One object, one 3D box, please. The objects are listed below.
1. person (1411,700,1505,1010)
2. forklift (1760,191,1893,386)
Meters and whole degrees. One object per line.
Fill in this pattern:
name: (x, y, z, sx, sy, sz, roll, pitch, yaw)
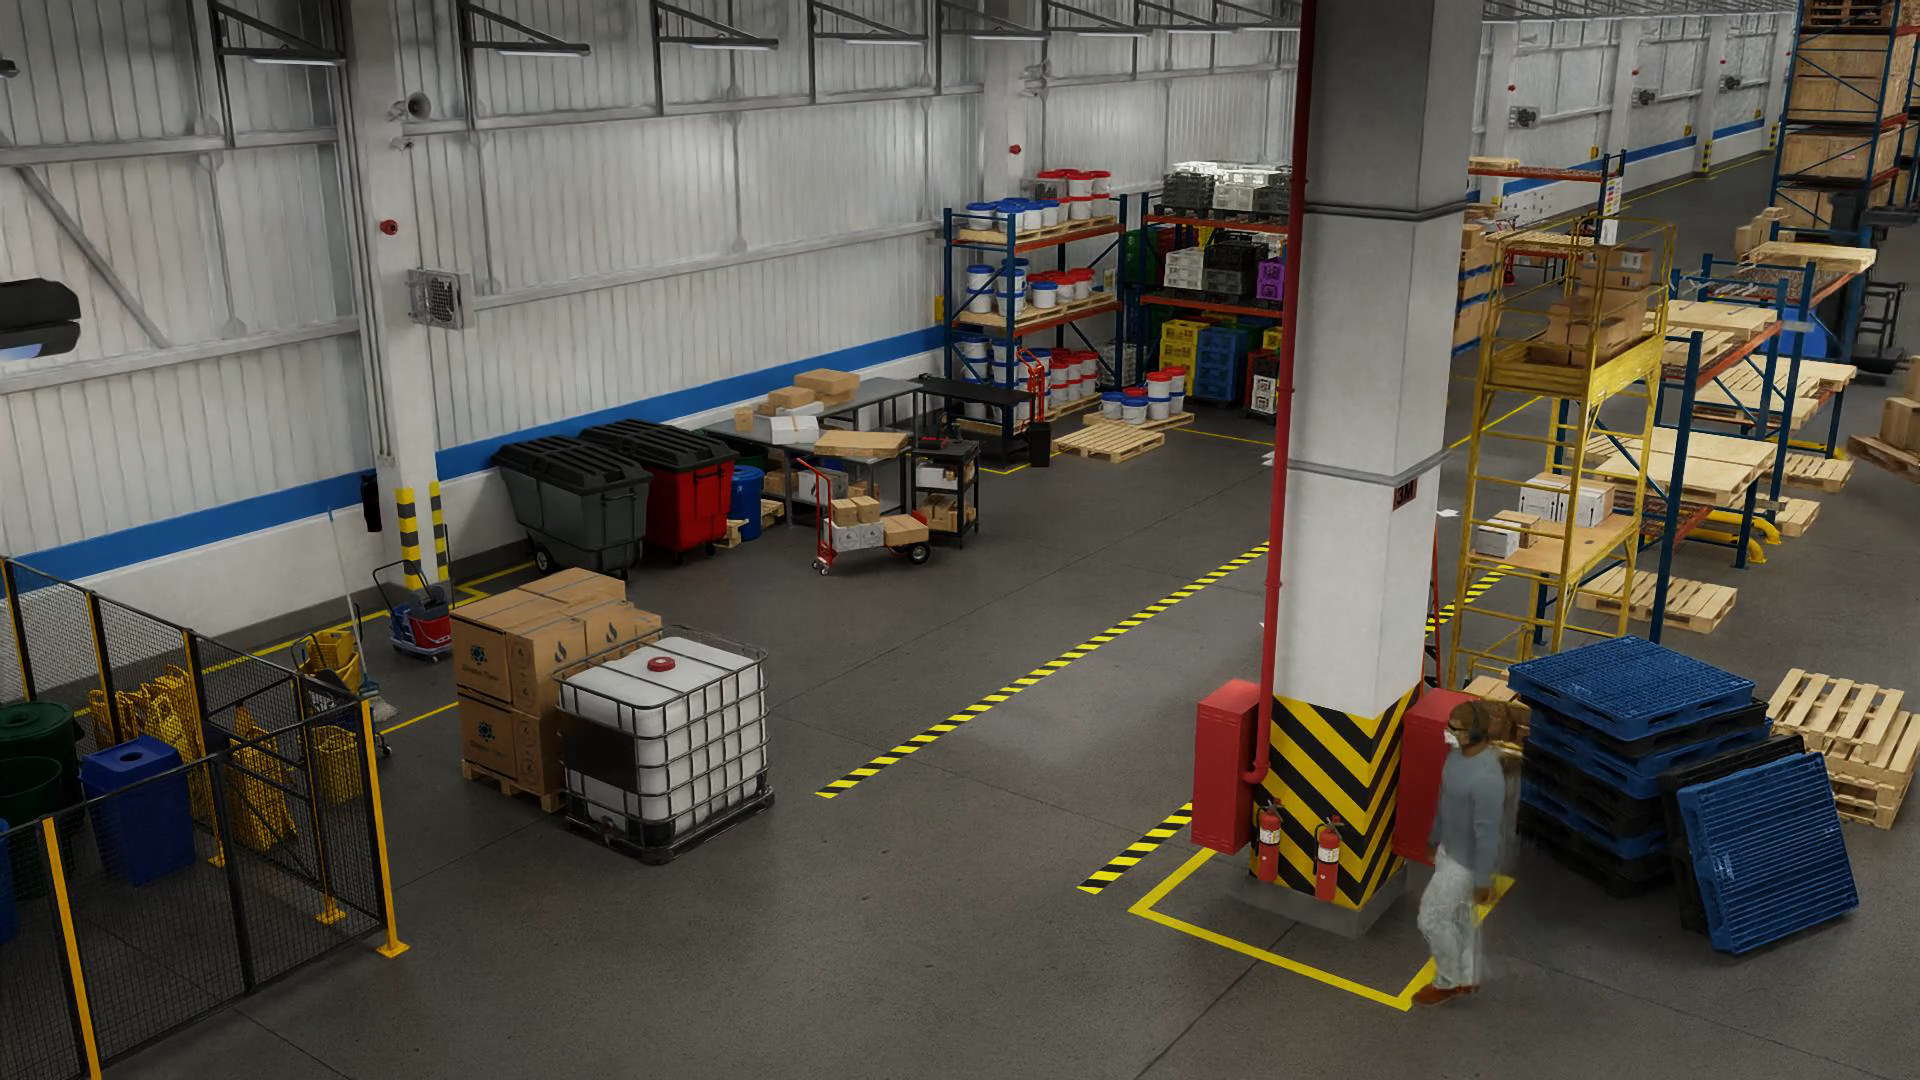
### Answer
person: (2.810, 1.818, 9.564, 0.552, 1.922, 0.637, 1, 18, 2)
forklift: (13.500, -3.943, 25.686, 1.873, 2.768, 1.129, 13, 22, 34)
